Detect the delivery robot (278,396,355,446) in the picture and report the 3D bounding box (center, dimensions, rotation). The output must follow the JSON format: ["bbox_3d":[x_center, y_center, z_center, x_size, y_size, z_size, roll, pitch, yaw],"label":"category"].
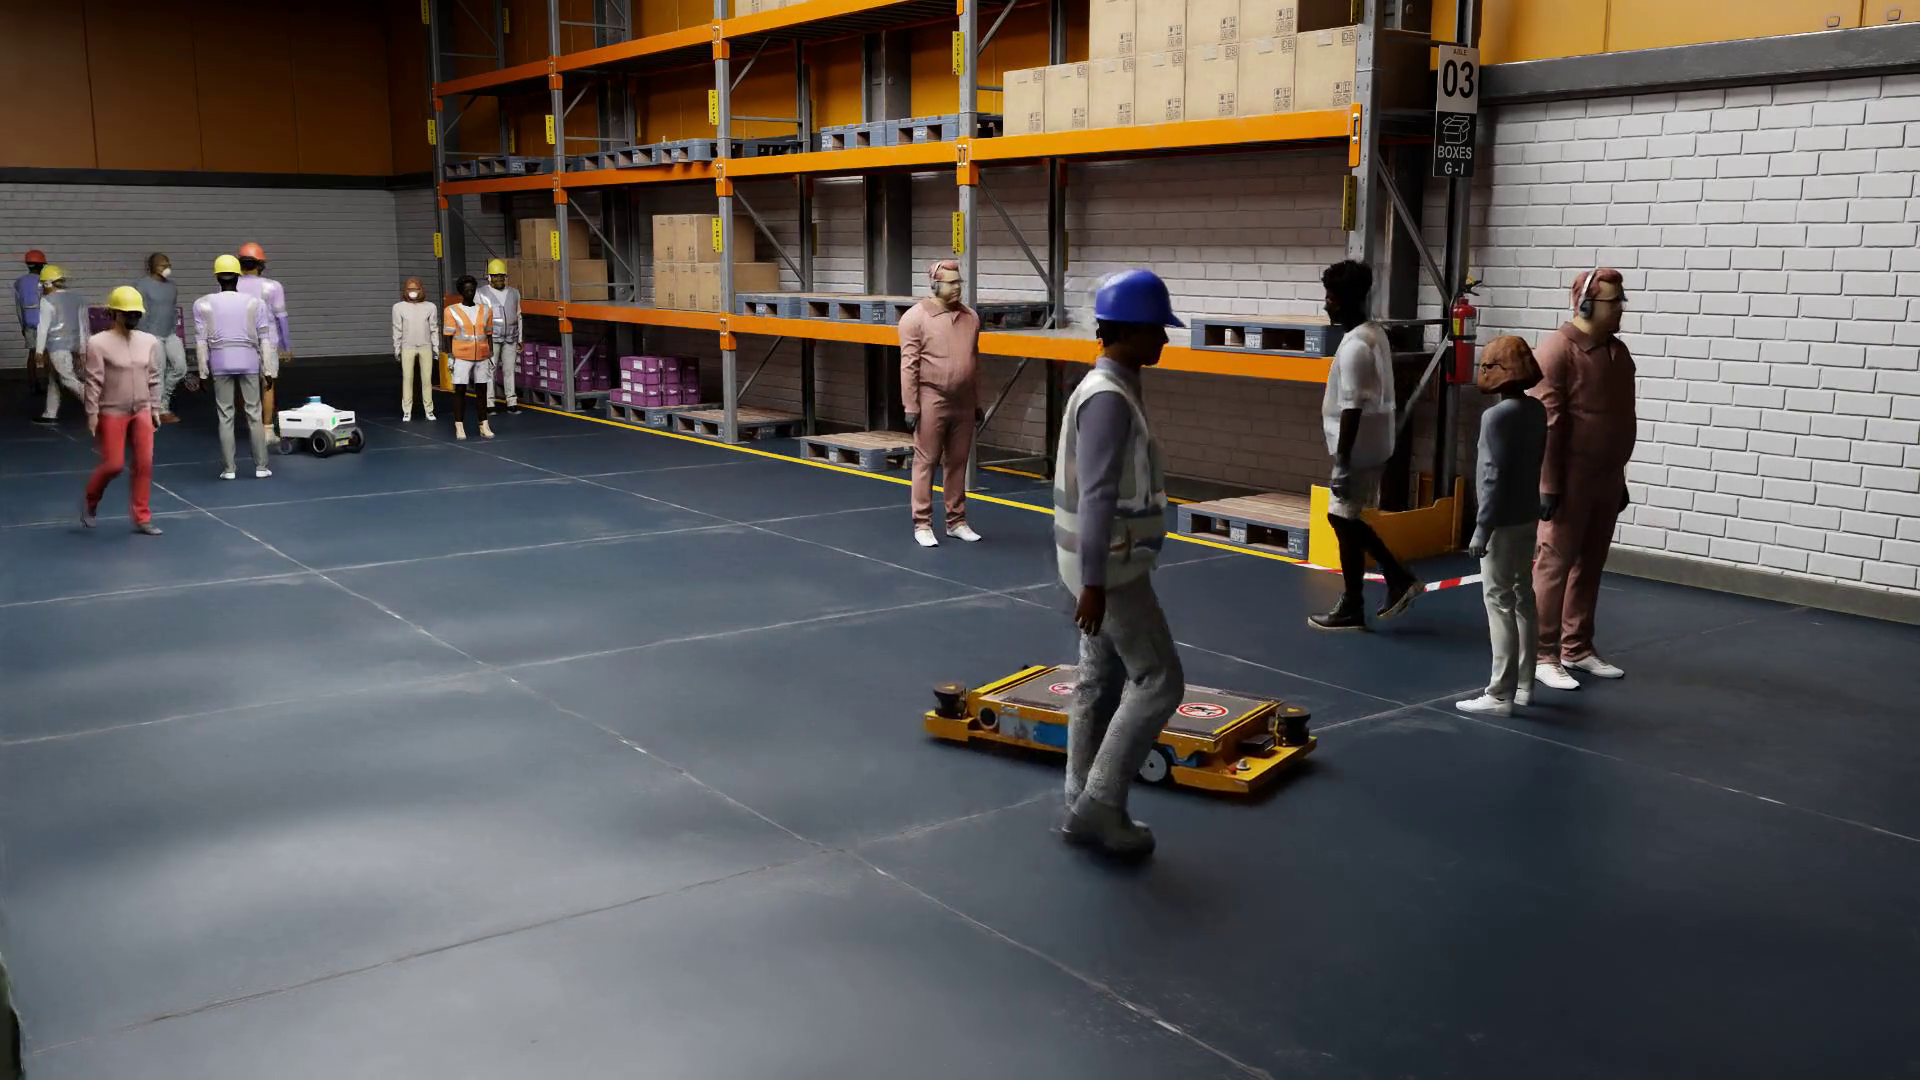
[{"bbox_3d":[-6.163,-1.132,15.928,0.707,0.478,0.477,4,11,20],"label":"delivery robot"}]

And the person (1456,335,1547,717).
[{"bbox_3d":[2.343,-0.059,7.162,0.275,1.631,0.507,9,14,41],"label":"person"}]

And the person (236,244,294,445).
[{"bbox_3d":[-7.135,-1.972,16.888,0.616,2.022,0.799,0,10,-2],"label":"person"}]

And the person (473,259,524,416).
[{"bbox_3d":[-5.426,-2.383,19.616,0.600,1.831,0.404,-8,13,-36],"label":"person"}]

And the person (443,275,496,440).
[{"bbox_3d":[-5.057,-1.881,17.191,0.541,1.696,0.315,-8,13,-36],"label":"person"}]

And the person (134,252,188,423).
[{"bbox_3d":[-8.998,-2.270,18.725,0.425,1.922,0.641,3,11,17],"label":"person"}]

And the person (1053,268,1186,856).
[{"bbox_3d":[0.544,0.091,5.457,0.483,1.932,0.622,1,10,6],"label":"person"}]

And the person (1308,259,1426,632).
[{"bbox_3d":[2.080,-0.459,8.529,0.486,1.943,0.651,4,11,23],"label":"person"}]

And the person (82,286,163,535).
[{"bbox_3d":[-5.811,-0.884,11.496,0.621,1.742,0.536,6,12,29],"label":"person"}]

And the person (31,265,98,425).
[{"bbox_3d":[-9.910,-2.147,18.441,0.913,1.795,0.599,0,10,1],"label":"person"}]

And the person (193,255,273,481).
[{"bbox_3d":[-6.213,-1.469,14.247,0.594,1.922,0.385,-5,11,-24],"label":"person"}]

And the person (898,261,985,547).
[{"bbox_3d":[-0.097,-0.913,11.183,0.651,1.905,0.409,-8,13,-36],"label":"person"}]

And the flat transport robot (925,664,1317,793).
[{"bbox_3d":[0.628,0.716,6.636,1.431,0.197,0.652,7,12,33],"label":"flat transport robot"}]

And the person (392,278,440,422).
[{"bbox_3d":[-6.188,-2.164,18.951,0.506,1.631,0.277,-5,11,-24],"label":"person"}]

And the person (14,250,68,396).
[{"bbox_3d":[-12.217,-2.877,22.098,0.551,1.932,0.378,2,10,8],"label":"person"}]

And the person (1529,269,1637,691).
[{"bbox_3d":[2.868,-0.277,7.622,0.651,1.905,0.409,-8,13,-36],"label":"person"}]
